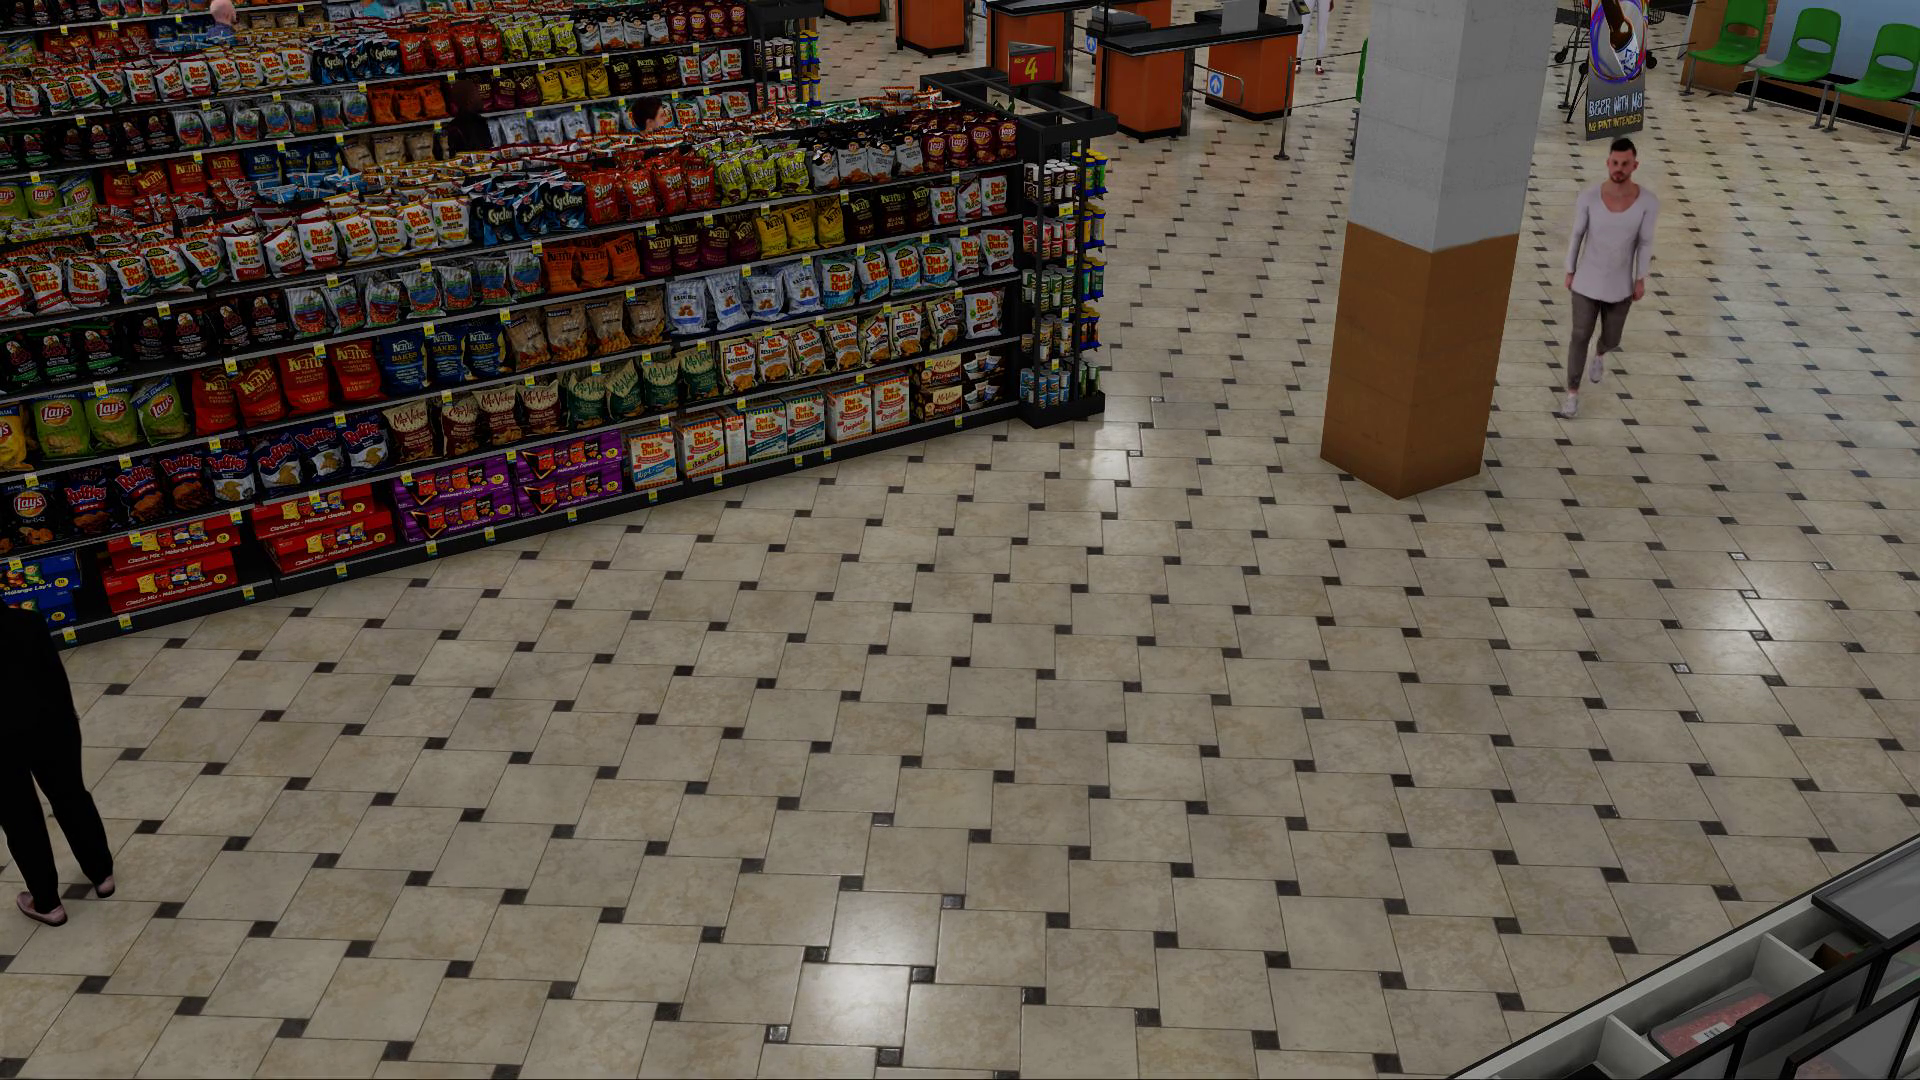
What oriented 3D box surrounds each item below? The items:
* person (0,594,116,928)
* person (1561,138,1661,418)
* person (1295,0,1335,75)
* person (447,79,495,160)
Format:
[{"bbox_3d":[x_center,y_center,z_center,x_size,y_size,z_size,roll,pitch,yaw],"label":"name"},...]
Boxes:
[{"bbox_3d":[-3.669,0.784,6.480,0.800,1.616,0.688,21,35,33],"label":"person"},{"bbox_3d":[4.219,-1.733,10.870,1.011,1.827,1.090,9,30,17],"label":"person"},{"bbox_3d":[4.163,-6.336,19.408,0.653,1.724,0.734,4,29,8],"label":"person"},{"bbox_3d":[-3.593,-2.427,12.162,0.947,1.807,0.705,-14,32,-24],"label":"person"}]
